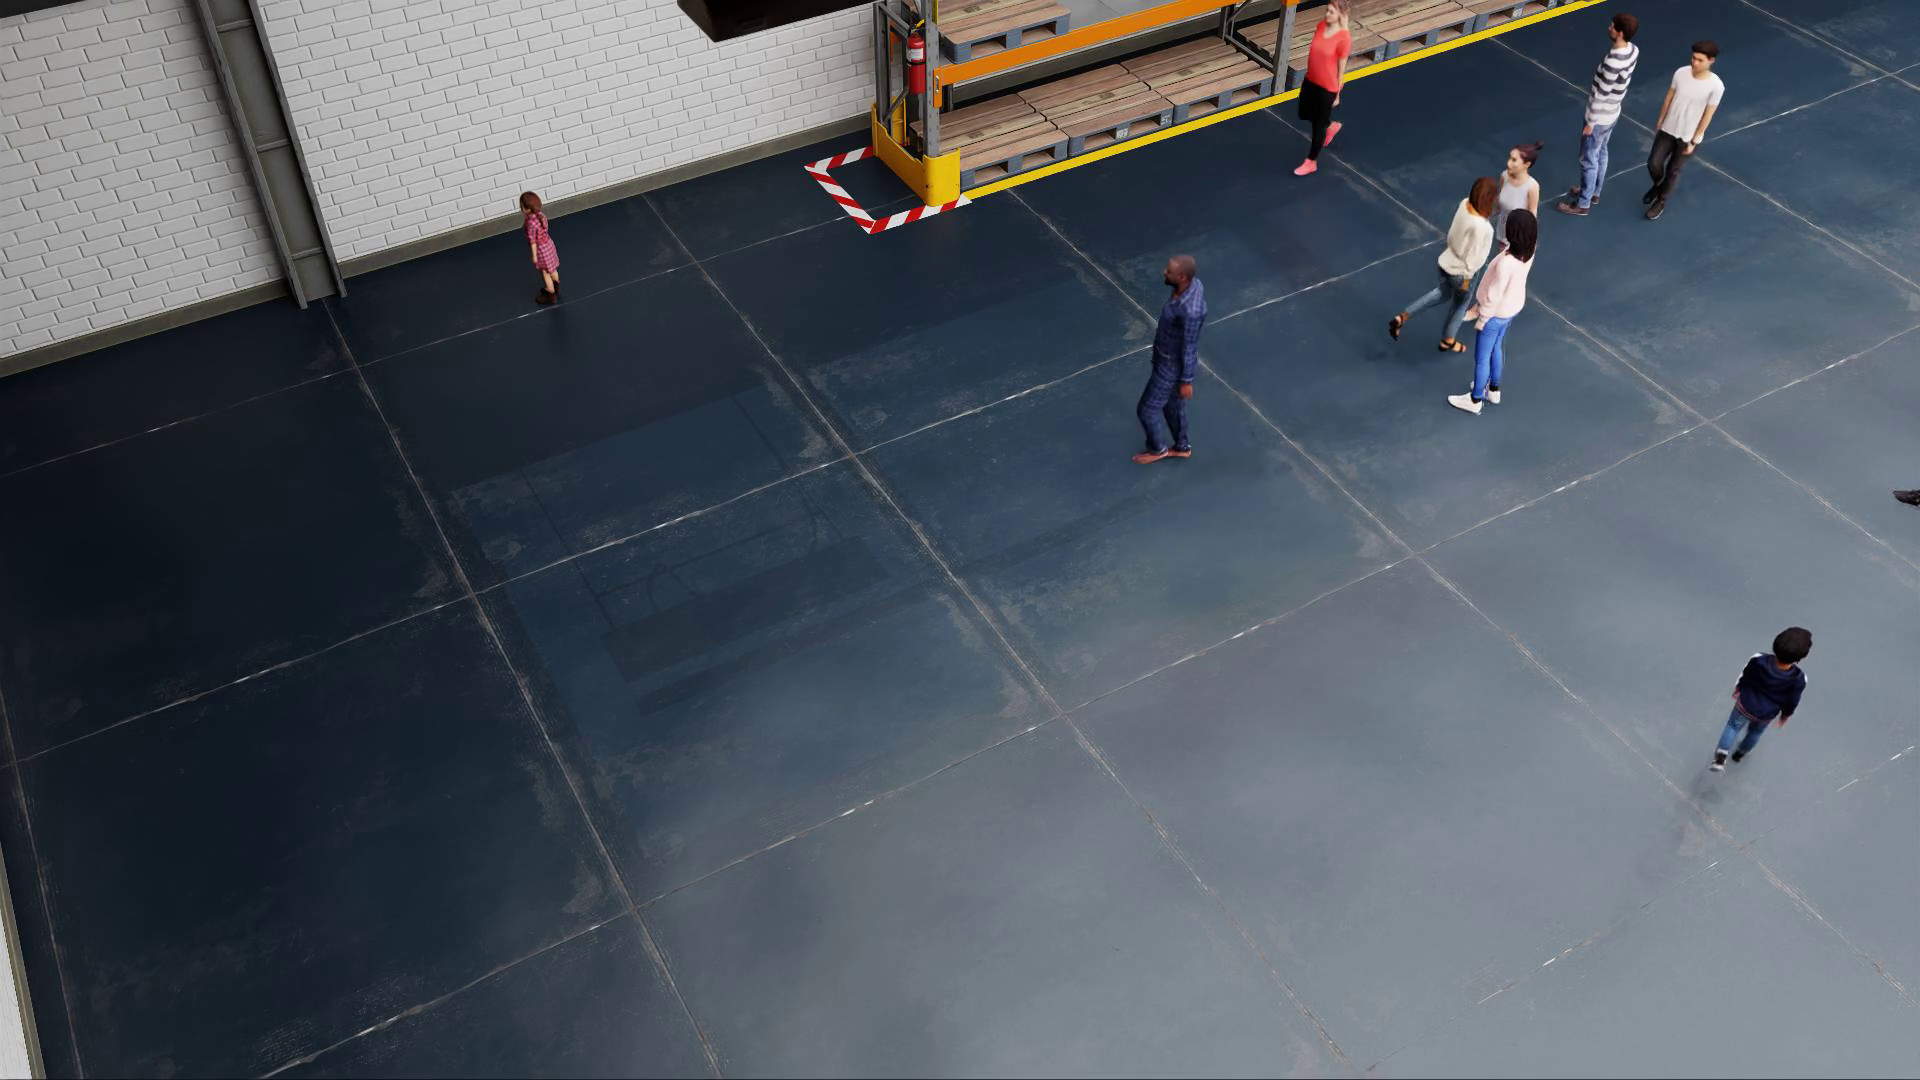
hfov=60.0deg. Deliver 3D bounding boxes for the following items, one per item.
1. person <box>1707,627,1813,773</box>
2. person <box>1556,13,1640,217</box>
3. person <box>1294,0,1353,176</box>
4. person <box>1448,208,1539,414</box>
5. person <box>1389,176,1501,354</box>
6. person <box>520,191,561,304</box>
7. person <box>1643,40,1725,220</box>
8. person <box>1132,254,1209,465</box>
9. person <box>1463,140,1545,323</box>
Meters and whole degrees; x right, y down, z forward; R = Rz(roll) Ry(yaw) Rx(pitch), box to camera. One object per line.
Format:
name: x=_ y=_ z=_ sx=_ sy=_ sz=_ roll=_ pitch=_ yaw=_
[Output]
person: x=4.863 y=1.000 z=10.139 sx=0.655 sy=1.212 sz=0.791 roll=30 pitch=51 yaw=27
person: x=5.683 y=-3.759 z=14.676 sx=0.776 sy=1.846 sz=0.623 roll=27 pitch=50 yaw=26
person: x=3.391 y=-4.174 z=15.230 sx=0.883 sy=1.682 sz=0.628 roll=-26 pitch=49 yaw=-25
person: x=4.097 y=-1.726 z=12.598 sx=0.773 sy=1.769 sz=0.593 roll=34 pitch=53 yaw=31
person: x=3.852 y=-2.137 z=13.109 sx=1.014 sy=1.658 sz=0.836 roll=-6 pitch=44 yaw=-6
person: x=-3.504 y=-2.455 z=13.905 sx=0.548 sy=1.021 sz=0.496 roll=6 pitch=44 yaw=6
person: x=6.404 y=-3.636 z=14.648 sx=0.743 sy=1.707 sz=0.708 roll=-32 pitch=52 yaw=-29
person: x=1.645 y=-1.286 z=12.109 sx=0.869 sy=1.806 sz=0.835 roll=1 pitch=44 yaw=1
person: x=4.579 y=-2.533 z=13.579 sx=0.925 sy=1.584 sz=0.658 roll=-16 pitch=46 yaw=-16
